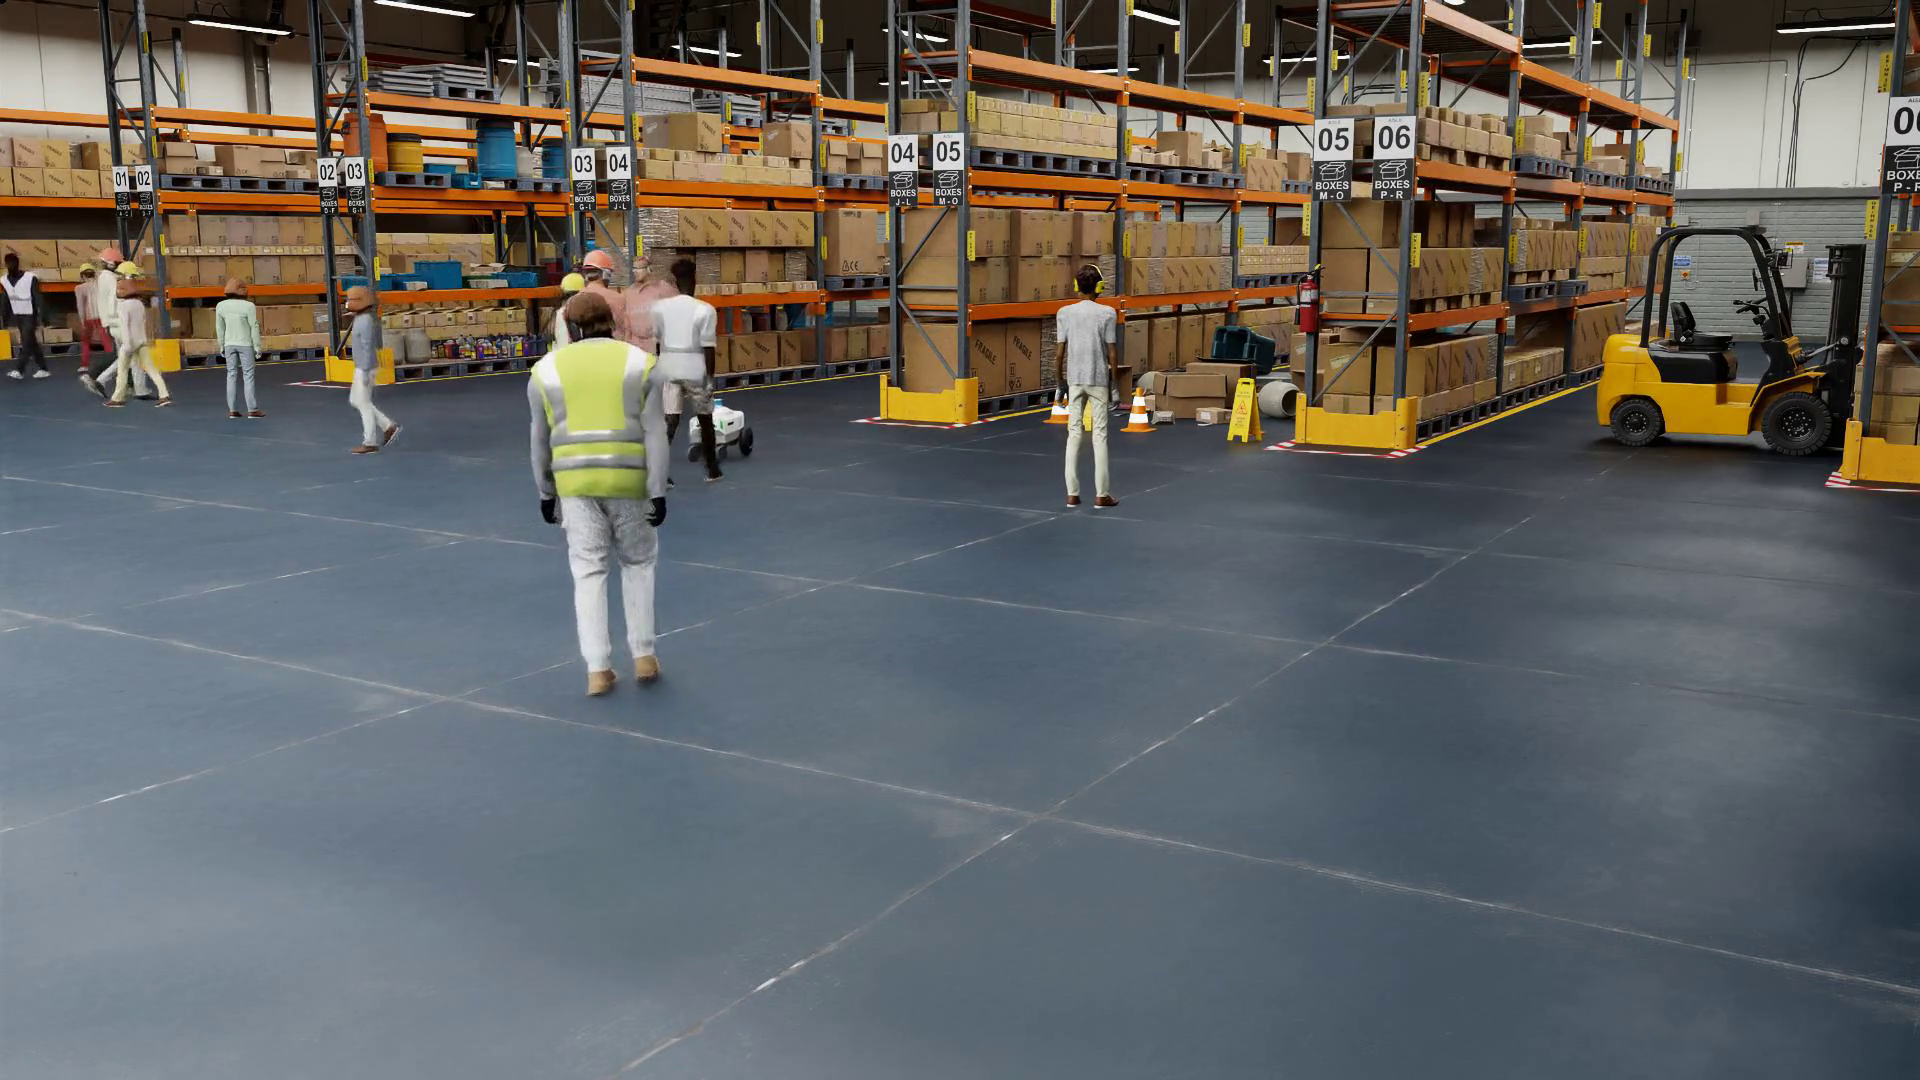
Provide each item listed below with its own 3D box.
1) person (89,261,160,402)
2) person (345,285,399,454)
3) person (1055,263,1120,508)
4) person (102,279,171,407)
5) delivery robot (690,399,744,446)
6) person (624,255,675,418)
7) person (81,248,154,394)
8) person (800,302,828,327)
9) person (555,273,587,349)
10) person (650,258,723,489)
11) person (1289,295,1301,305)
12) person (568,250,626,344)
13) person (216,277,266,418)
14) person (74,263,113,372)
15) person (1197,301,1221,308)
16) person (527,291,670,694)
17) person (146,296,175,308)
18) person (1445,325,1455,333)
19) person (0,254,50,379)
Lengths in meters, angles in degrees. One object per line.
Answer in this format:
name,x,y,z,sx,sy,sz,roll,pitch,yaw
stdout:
person,-10.723,-2.644,21.196,0.694,1.801,0.623,-9,13,-41
person,-5.710,-1.638,16.019,0.403,1.618,0.529,-4,11,-23
person,0.981,-1.175,12.747,0.519,1.874,0.331,4,11,22
person,-10.199,-2.425,20.537,0.881,1.587,0.513,2,10,9
delivery robot,-2.283,-1.084,15.658,0.477,0.478,0.707,2,10,9
person,-3.448,-2.181,18.323,0.677,1.890,0.425,6,12,29
person,-11.237,-2.884,22.049,0.792,1.964,0.622,-6,12,-29
person,-2.518,-3.991,29.088,0.536,1.668,0.757,5,11,24
person,-3.590,-1.570,15.298,0.457,1.754,0.530,-6,12,-29
person,-2.301,-1.385,13.849,0.588,1.917,0.976,2,10,9
person,7.306,-5.416,36.362,0.626,1.920,0.636,7,12,34
person,-2.981,-1.424,13.896,0.653,1.961,0.695,5,11,25
person,-8.348,-2.225,19.291,0.507,1.631,0.281,1,10,7
person,-13.570,-3.472,26.075,0.867,1.722,0.511,9,13,40
person,4.900,-4.809,32.720,0.615,2.010,0.461,5,11,26
person,-1.636,-0.217,7.568,0.644,1.803,0.570,-1,10,-4
person,-14.007,-4.103,29.207,0.513,1.853,0.756,1,10,4
person,9.361,-4.601,32.199,0.998,1.791,0.573,8,13,37
person,-14.043,-3.334,24.855,0.607,1.856,0.935,2,10,13
